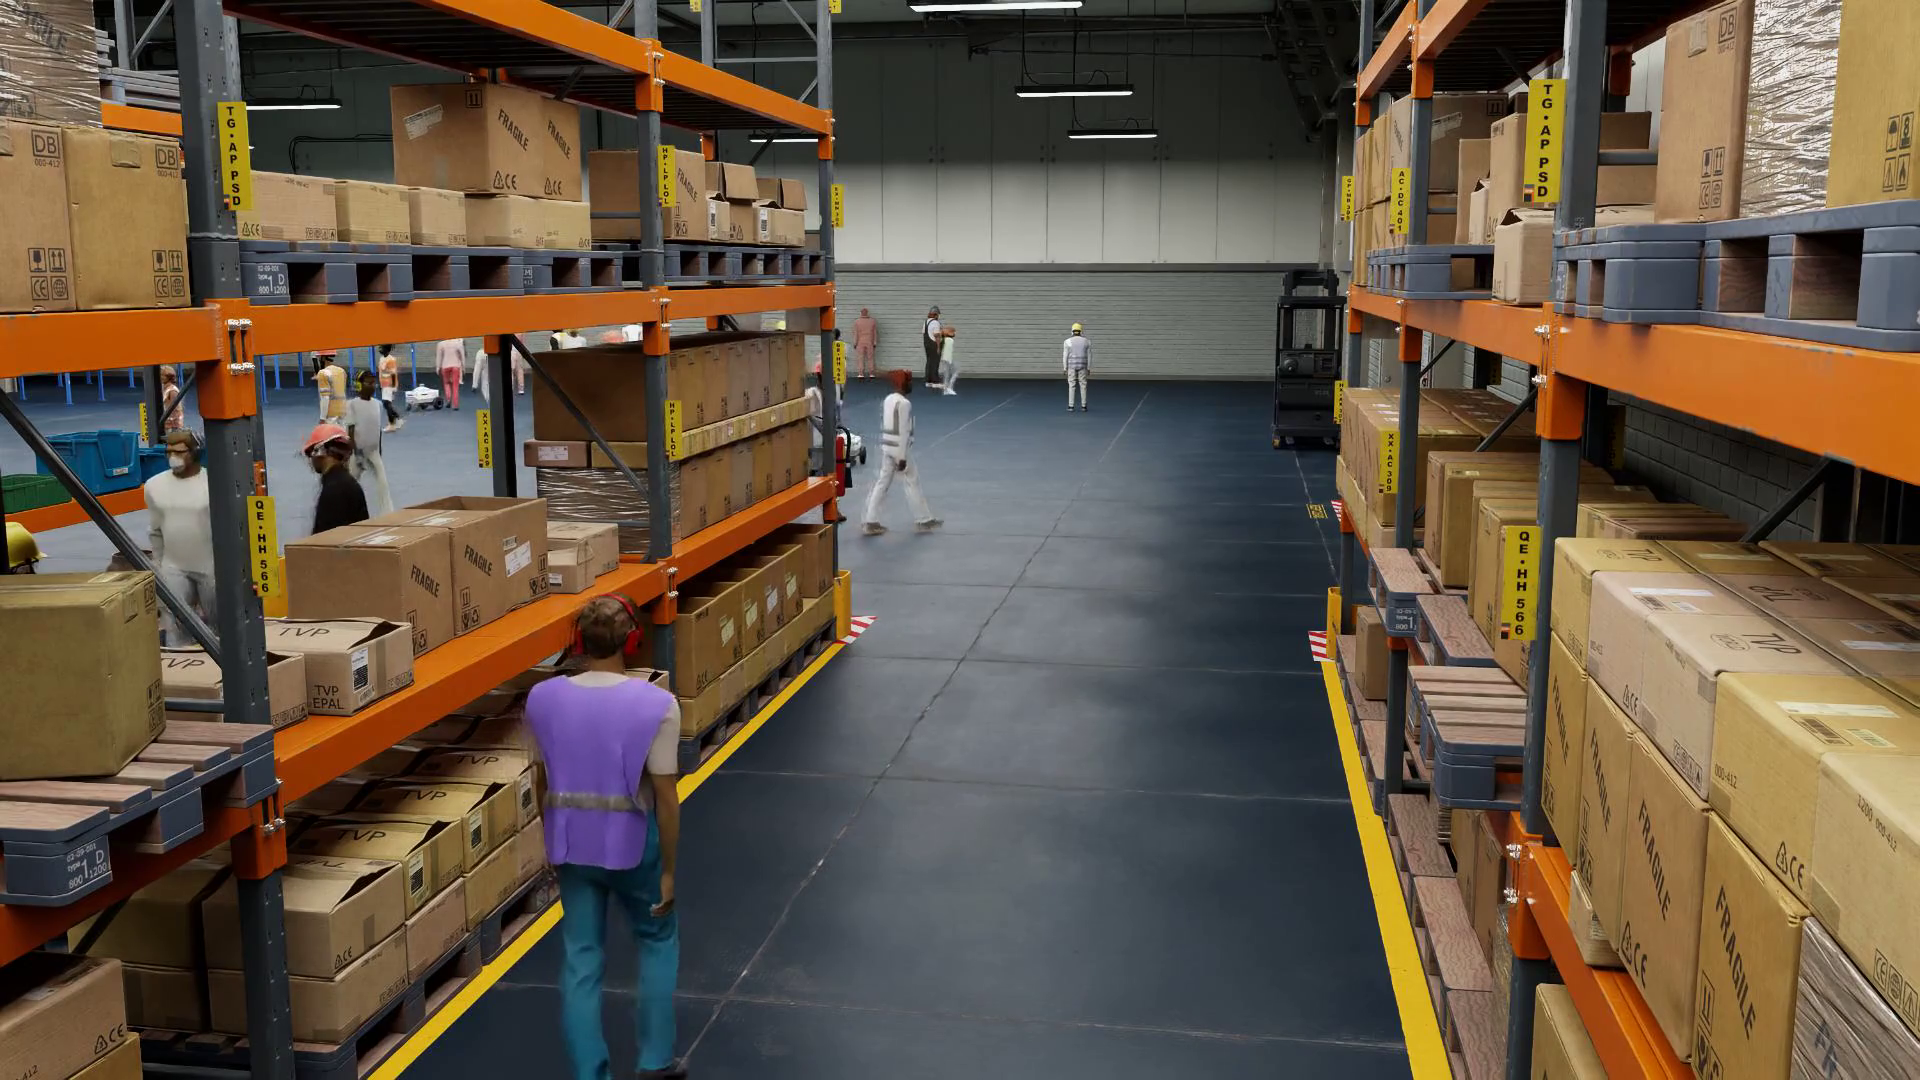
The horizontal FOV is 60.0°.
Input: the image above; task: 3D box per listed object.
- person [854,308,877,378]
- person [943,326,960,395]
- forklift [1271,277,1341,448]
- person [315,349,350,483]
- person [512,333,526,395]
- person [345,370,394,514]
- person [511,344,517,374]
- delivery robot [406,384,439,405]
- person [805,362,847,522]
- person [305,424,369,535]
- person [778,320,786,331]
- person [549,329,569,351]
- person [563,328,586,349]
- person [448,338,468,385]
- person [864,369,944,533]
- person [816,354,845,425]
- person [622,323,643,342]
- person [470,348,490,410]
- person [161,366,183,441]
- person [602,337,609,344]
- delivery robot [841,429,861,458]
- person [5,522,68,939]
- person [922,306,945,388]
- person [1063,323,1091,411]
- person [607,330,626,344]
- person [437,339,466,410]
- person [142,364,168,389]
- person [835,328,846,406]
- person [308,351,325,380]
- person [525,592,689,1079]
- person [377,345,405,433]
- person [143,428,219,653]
[{"bbox_3d":[-2.589,-5.362,45.315,0.643,1.905,0.399,-2,9,-13],"label":"person"},{"bbox_3d":[-0.209,-4.206,39.056,0.397,1.622,0.508,-3,10,-20],"label":"person"},{"bbox_3d":[5.847,-3.016,27.970,1.129,2.768,1.873,1,9,9],"label":"forklift"},{"bbox_3d":[-8.666,-1.746,22.902,0.375,1.935,0.550,2,9,12],"label":"person"},{"bbox_3d":[-10.569,-4.381,39.243,0.639,1.911,0.406,-6,11,-33],"label":"person"},{"bbox_3d":[-6.566,-0.961,18.431,0.995,1.825,0.497,7,11,36],"label":"person"},{"bbox_3d":[-9.684,-3.720,35.196,0.608,1.900,0.716,-1,9,-6],"label":"person"},{"bbox_3d":[-11.315,-3.041,34.983,0.477,0.478,0.707,4,10,26],"label":"delivery robot"},{"bbox_3d":[-1.679,-1.183,19.551,0.837,1.904,0.540,9,13,43],"label":"person"},{"bbox_3d":[-3.922,0.242,10.646,0.407,1.951,0.697,-4,10,-22],"label":"person"},{"bbox_3d":[-3.746,-3.629,34.668,0.589,1.902,0.799,-5,10,-28],"label":"person"},{"bbox_3d":[-8.667,-3.816,35.966,0.430,1.845,0.619,3,10,19],"label":"person"},{"bbox_3d":[-8.111,-3.687,35.146,0.617,1.851,0.483,1,9,9],"label":"person"},{"bbox_3d":[-12.874,-4.798,42.682,0.425,1.624,0.546,9,13,42],"label":"person"},{"bbox_3d":[-0.669,-0.993,18.590,0.978,1.832,0.592,-5,11,-30],"label":"person"},{"bbox_3d":[-2.364,-2.865,30.371,0.535,1.746,0.533,1,9,4],"label":"person"},{"bbox_3d":[-7.899,-4.555,40.384,0.573,1.887,0.356,-1,9,-4],"label":"person"},{"bbox_3d":[-8.163,-2.714,29.122,0.986,1.863,0.650,6,11,34],"label":"person"},{"bbox_3d":[-10.632,-1.518,22.420,0.306,1.637,0.524,-7,12,-38],"label":"person"},{"bbox_3d":[-5.463,-2.256,26.186,0.669,1.889,0.599,-1,9,-6],"label":"person"},{"bbox_3d":[-1.702,-1.433,25.069,0.477,0.478,0.707,1,9,4],"label":"delivery robot"},{"bbox_3d":[-4.113,0.833,7.315,0.588,1.835,0.403,2,9,12],"label":"person"},{"bbox_3d":[-0.623,-4.845,41.832,0.535,2.000,0.684,-5,10,-28],"label":"person"},{"bbox_3d":[2.441,-3.607,34.737,0.589,1.822,0.404,-1,9,-3],"label":"person"},{"bbox_3d":[-5.205,-2.161,25.227,0.635,2.021,0.657,-8,12,-39],"label":"person"},{"bbox_3d":[-10.718,-3.621,35.057,0.567,1.730,0.619,-2,9,-10],"label":"person"},{"bbox_3d":[-15.876,-3.354,32.865,0.635,1.922,0.756,2,9,13],"label":"person"},{"bbox_3d":[-2.738,-3.746,36.046,0.546,1.661,0.752,-6,11,-35],"label":"person"},{"bbox_3d":[-17.266,-5.145,44.606,0.320,1.695,0.537,5,10,26],"label":"person"},{"bbox_3d":[-1.202,1.082,5.800,0.570,1.822,0.645,1,9,8],"label":"person"},{"bbox_3d":[-10.342,-2.775,30.031,0.360,1.681,0.539,-6,11,-33],"label":"person"},{"bbox_3d":[-5.105,0.185,11.152,0.645,1.896,1.005,0,9,-1],"label":"person"}]
